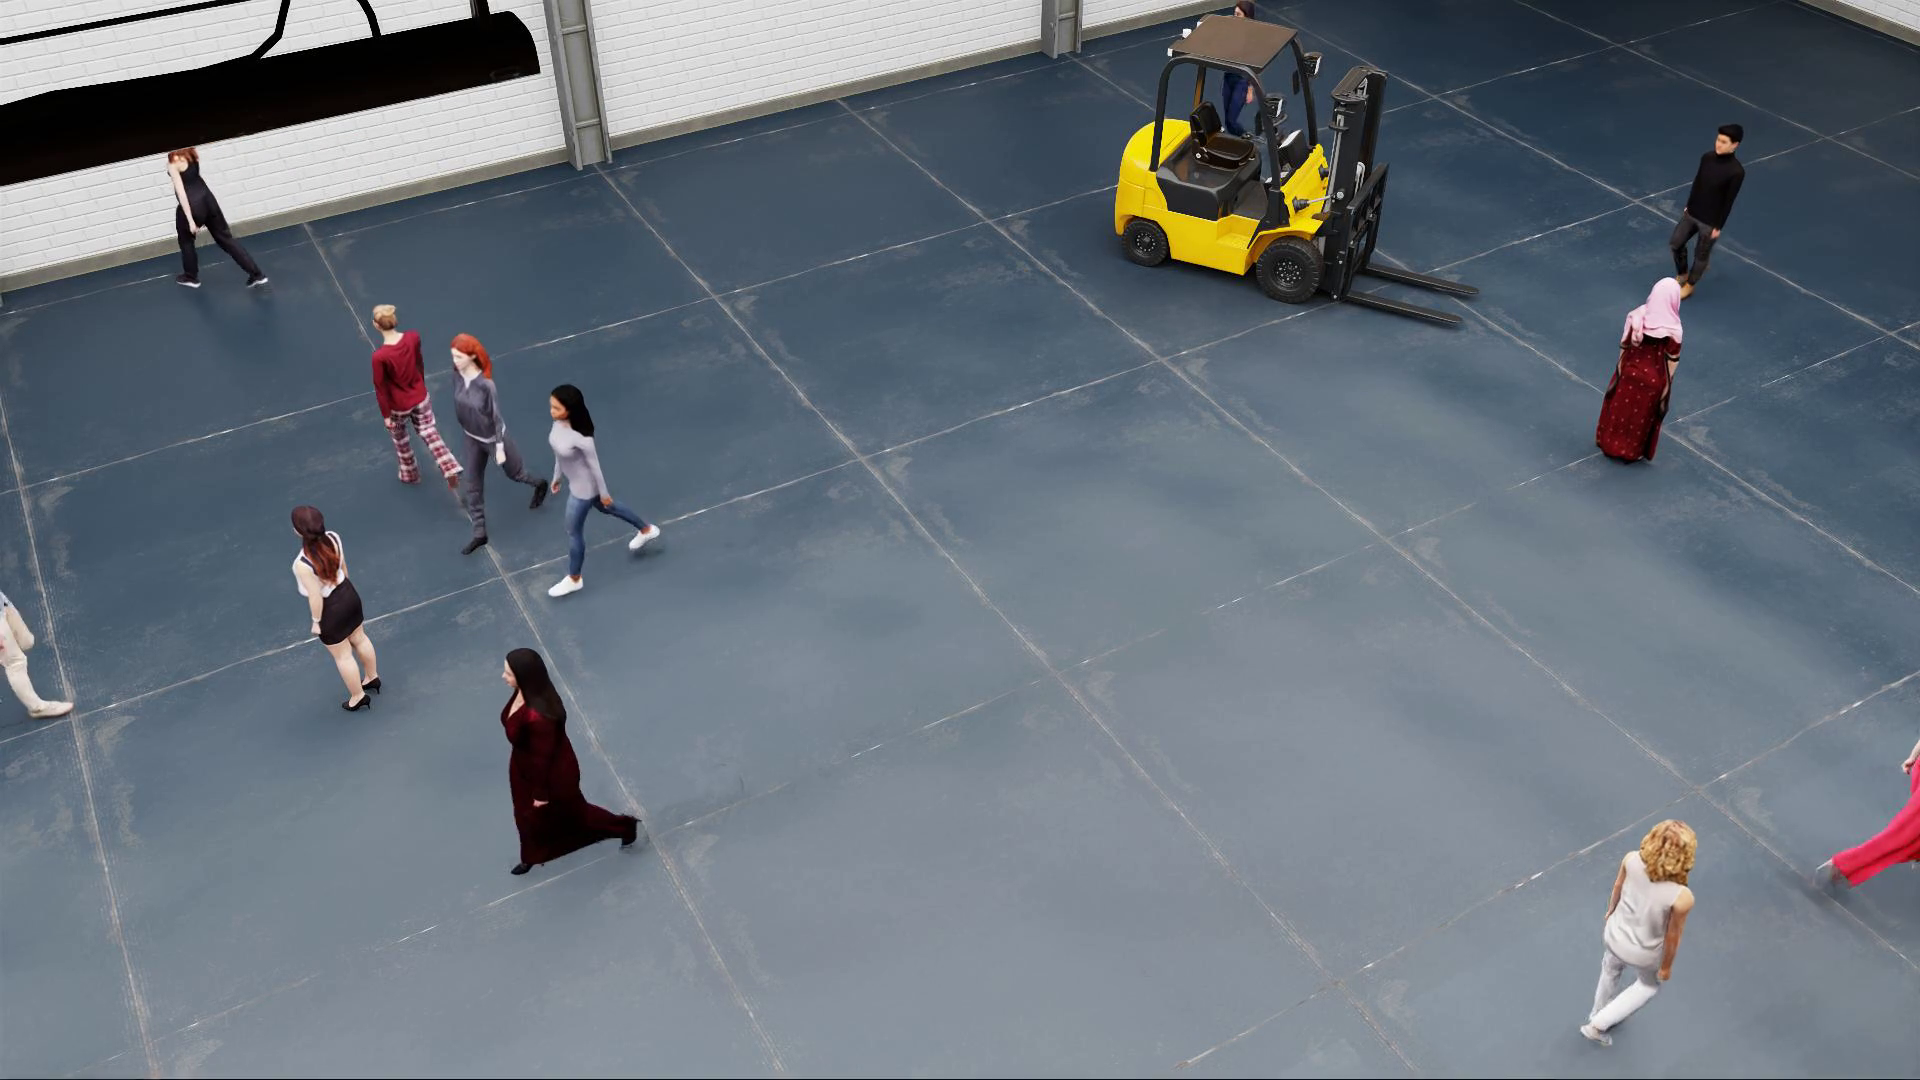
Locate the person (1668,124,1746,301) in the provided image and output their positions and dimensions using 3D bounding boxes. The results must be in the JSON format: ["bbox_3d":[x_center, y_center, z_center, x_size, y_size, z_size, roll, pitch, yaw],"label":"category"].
[{"bbox_3d":[6.847,-2.990,15.134,0.595,1.718,0.687,-15,41,-18],"label":"person"}]

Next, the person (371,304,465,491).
[{"bbox_3d":[-4.186,-1.065,12.751,0.879,1.684,0.939,25,45,28],"label":"person"}]

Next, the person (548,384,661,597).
[{"bbox_3d":[-2.612,-0.426,11.944,1.166,1.694,0.612,-19,42,-22],"label":"person"}]

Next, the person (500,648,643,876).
[{"bbox_3d":[-2.325,1.312,9.739,1.030,1.728,0.669,-19,42,-22],"label":"person"}]

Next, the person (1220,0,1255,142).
[{"bbox_3d":[2.950,-4.730,17.275,0.654,1.766,0.604,-19,42,-22],"label":"person"}]

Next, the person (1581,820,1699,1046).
[{"bbox_3d":[3.519,2.124,8.775,0.616,1.663,0.605,-19,42,-22],"label":"person"}]

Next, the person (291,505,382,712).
[{"bbox_3d":[-4.090,0.446,10.886,0.690,1.649,0.626,10,40,13],"label":"person"}]

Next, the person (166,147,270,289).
[{"bbox_3d":[-6.860,-3.012,15.177,1.160,1.699,1.133,12,40,14],"label":"person"}]

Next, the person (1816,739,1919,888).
[{"bbox_3d":[5.556,1.431,9.621,1.185,1.689,0.911,-3,39,-3],"label":"person"}]

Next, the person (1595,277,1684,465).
[{"bbox_3d":[5.399,-1.328,13.124,0.727,1.630,0.696,31,48,33],"label":"person"}]

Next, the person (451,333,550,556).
[{"bbox_3d":[-3.442,-0.774,12.343,0.996,1.738,1.207,18,42,21],"label":"person"}]
